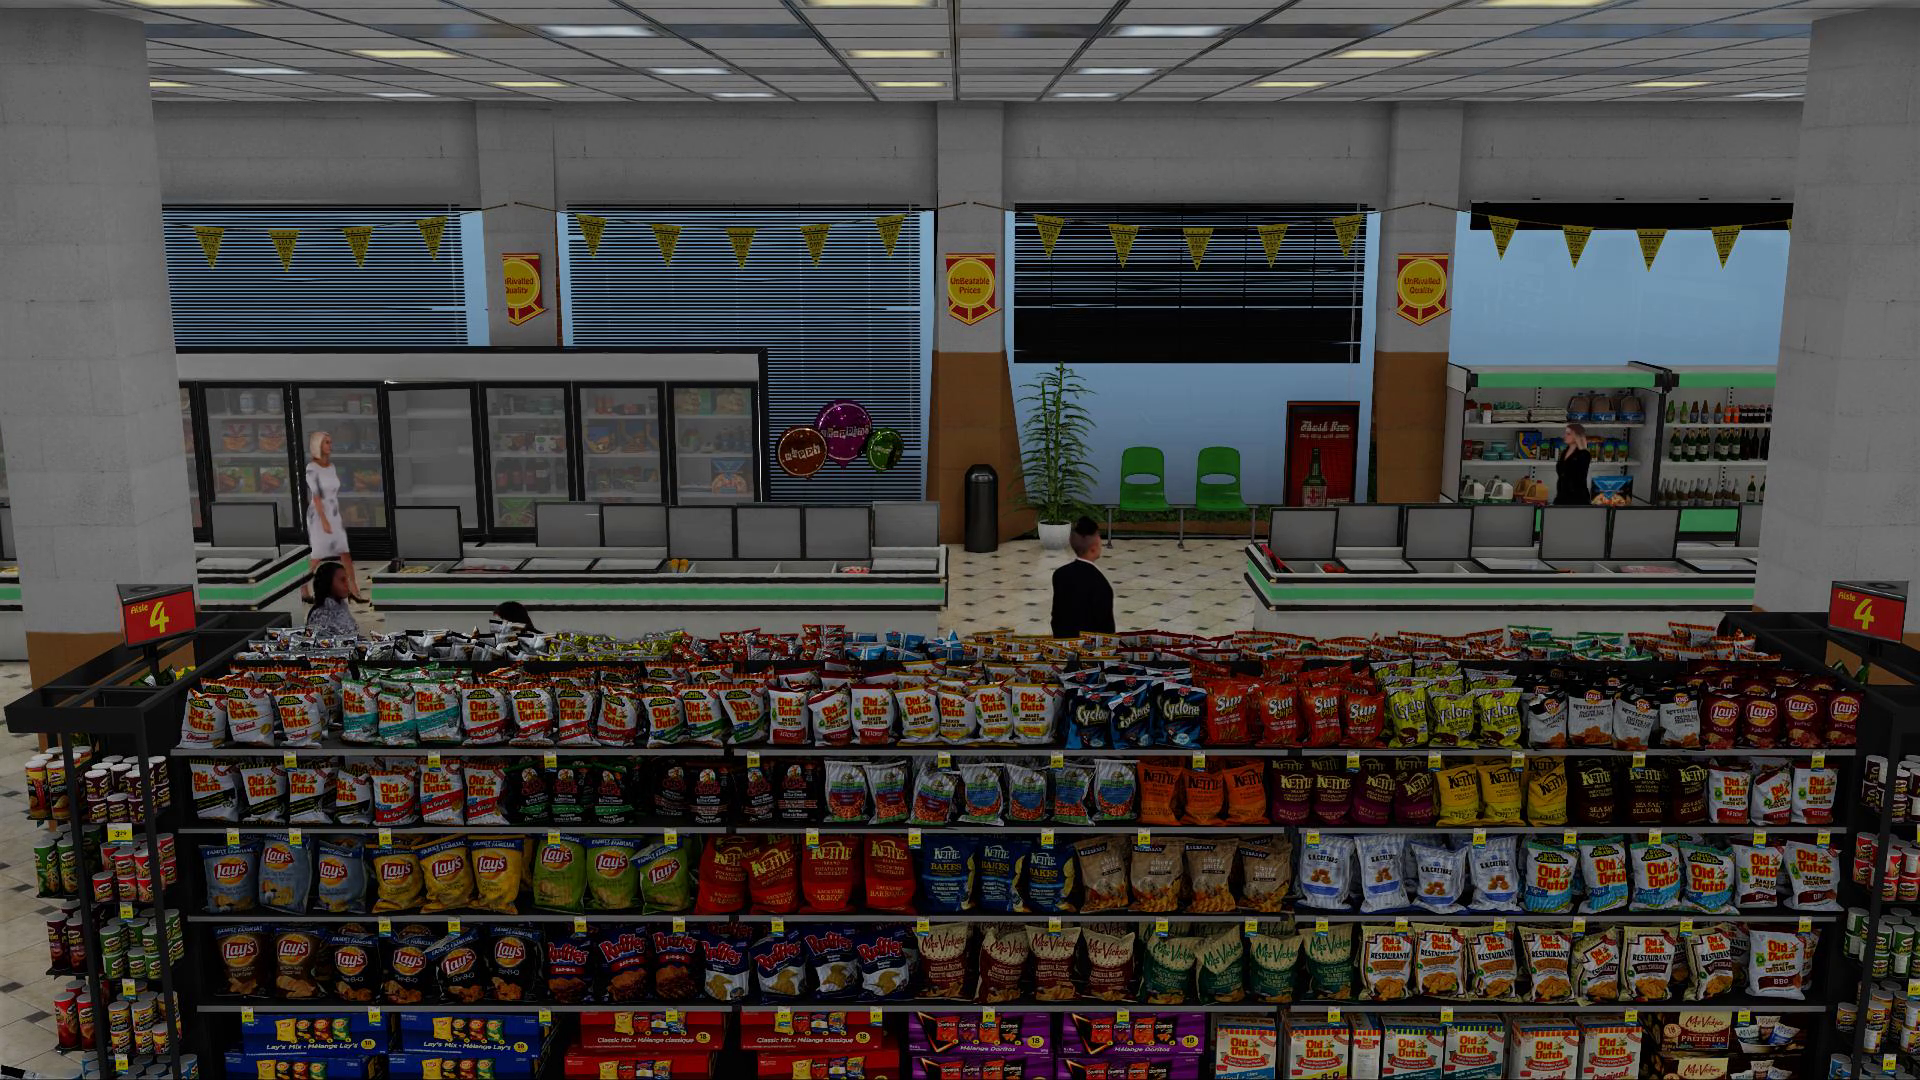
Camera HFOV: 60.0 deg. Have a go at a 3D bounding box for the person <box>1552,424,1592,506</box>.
[{"bbox_3d":[6.442,-0.351,17.266,1.219,1.640,0.906,-4,13,-20],"label":"person"}]

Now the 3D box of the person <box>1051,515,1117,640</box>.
[{"bbox_3d":[0.809,0.784,11.121,0.817,1.953,0.796,-9,15,-36],"label":"person"}]

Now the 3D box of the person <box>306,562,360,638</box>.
[{"bbox_3d":[-4.113,1.006,10.731,1.256,1.678,0.781,2,12,11],"label":"person"}]

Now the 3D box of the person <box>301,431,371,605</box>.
[{"bbox_3d":[-6.290,-0.185,16.285,1.027,1.721,0.754,4,12,17],"label":"person"}]
